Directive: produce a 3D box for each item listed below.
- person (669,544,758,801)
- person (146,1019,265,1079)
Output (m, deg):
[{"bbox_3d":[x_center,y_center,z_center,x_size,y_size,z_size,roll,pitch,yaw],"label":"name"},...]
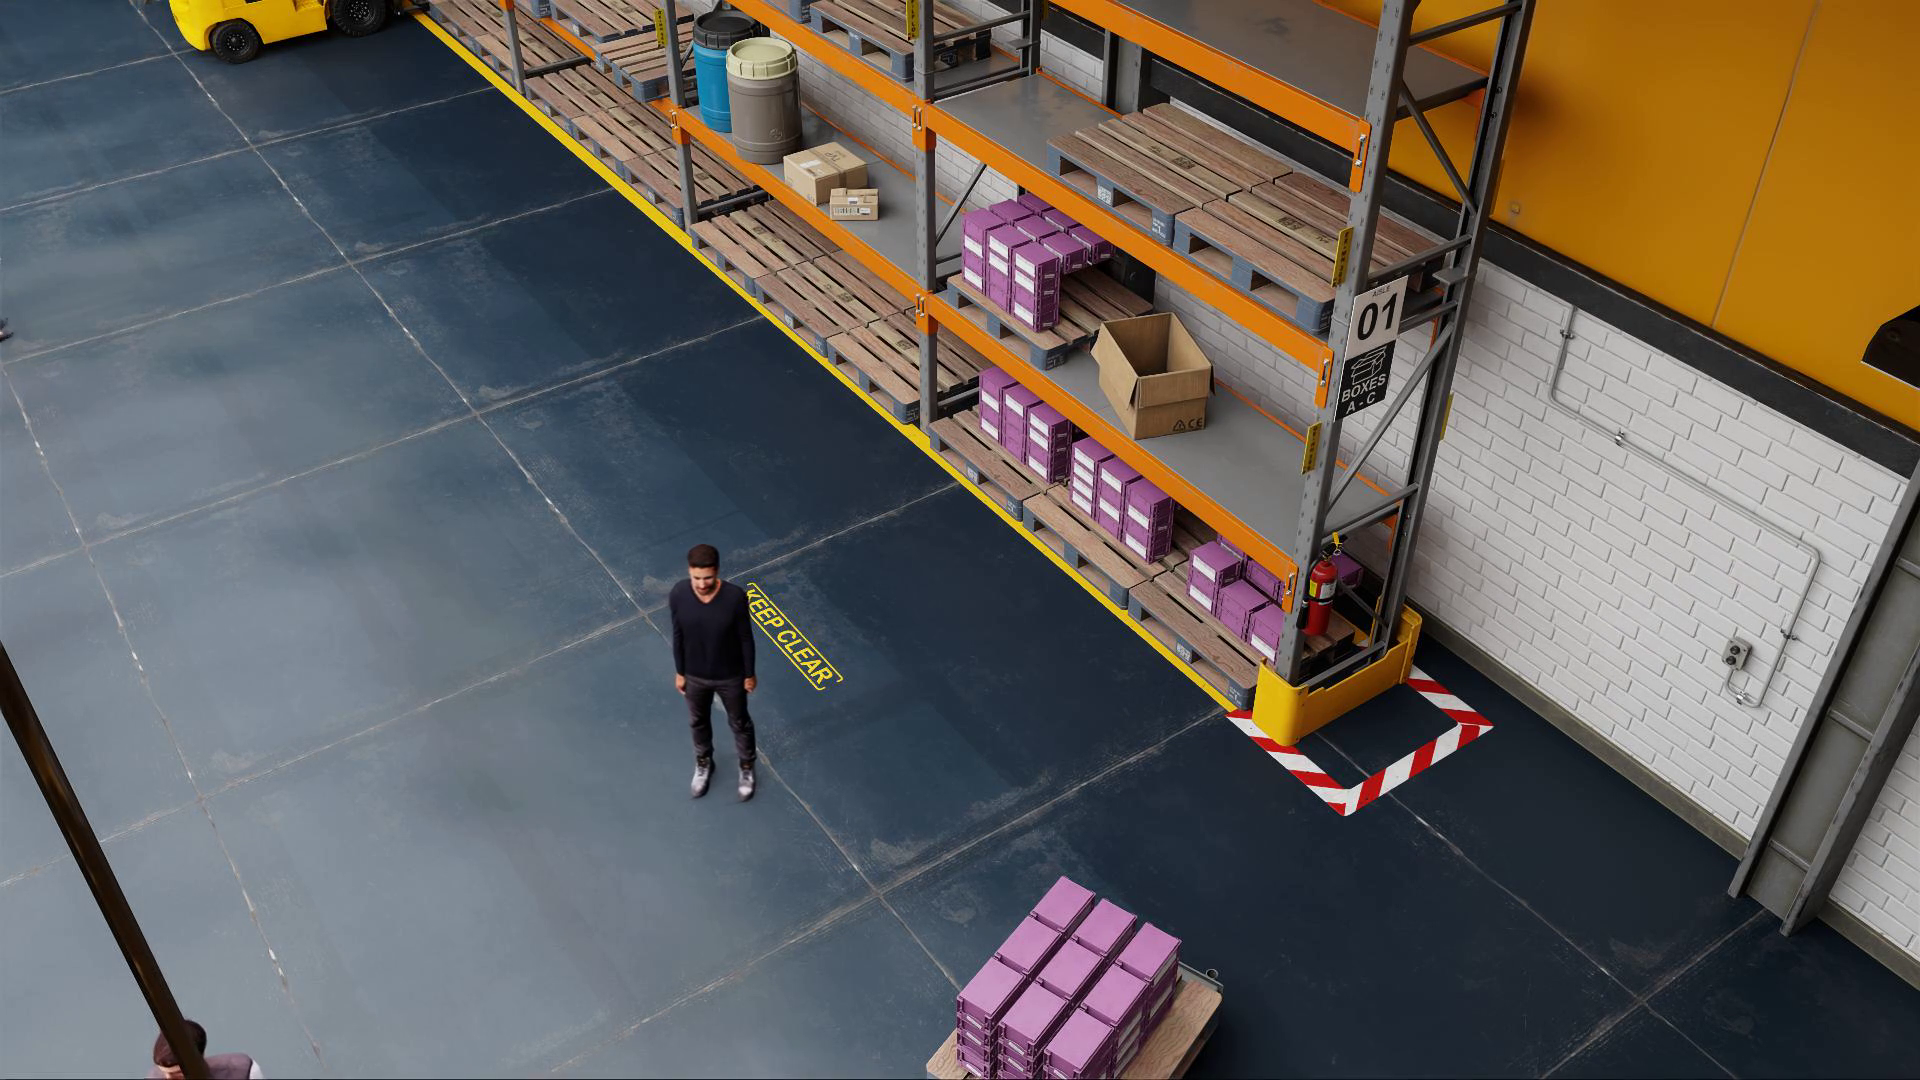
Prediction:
[{"bbox_3d":[-1.434,0.752,9.740,0.720,1.863,0.760,3,39,4],"label":"person"},{"bbox_3d":[-3.199,2.698,7.315,0.728,1.848,0.706,-9,40,-12],"label":"person"}]
